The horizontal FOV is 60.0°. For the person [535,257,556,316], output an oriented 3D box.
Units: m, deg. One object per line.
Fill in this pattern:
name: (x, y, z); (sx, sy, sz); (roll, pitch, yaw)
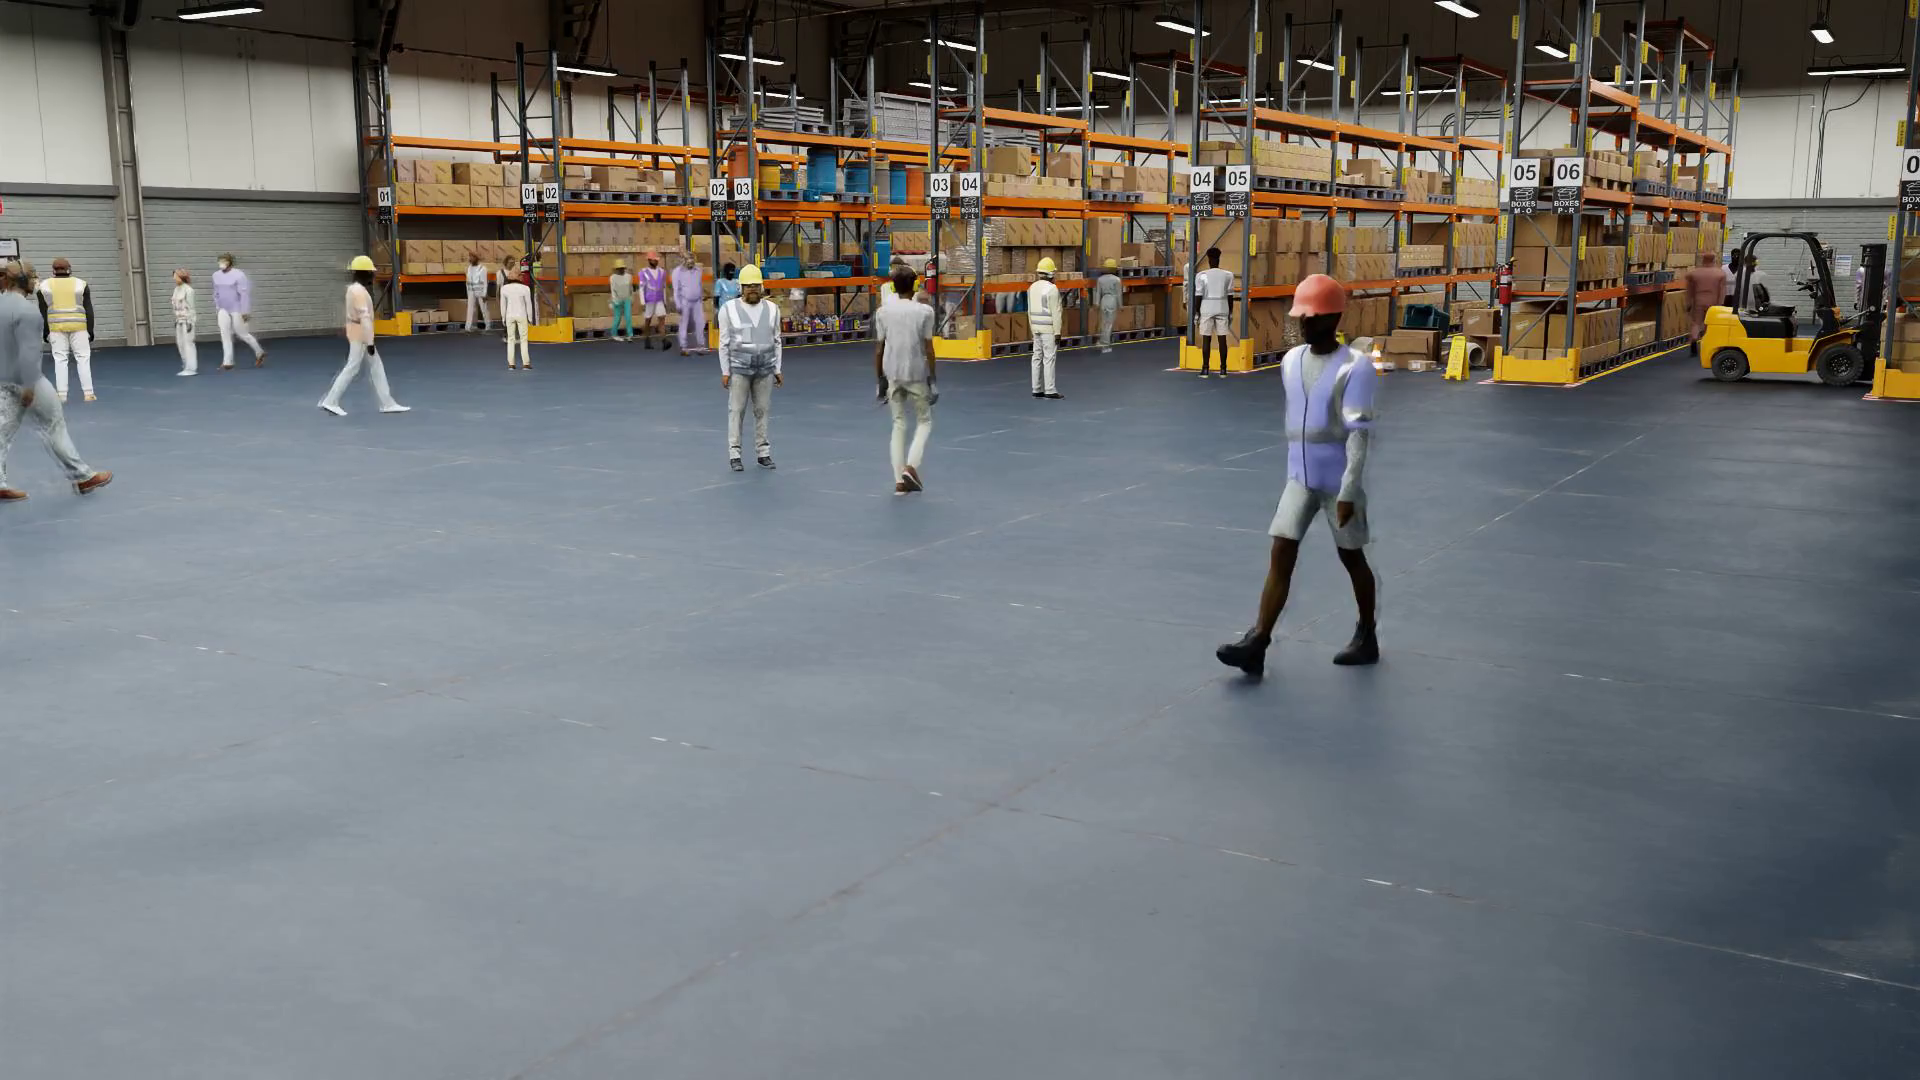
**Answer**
person: (-8.956, -5.267, 35.969); (0.542, 1.755, 0.383); (5, 11, 26)

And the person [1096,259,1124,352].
person: (2.821, -4.354, 30.948); (0.498, 1.718, 0.600); (8, 13, 37)

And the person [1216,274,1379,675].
person: (1.669, -0.291, 7.784); (1.013, 1.874, 0.552); (-8, 13, -39)

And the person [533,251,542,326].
person: (-9.393, -5.561, 37.396); (0.627, 1.843, 0.429); (2, 10, 10)

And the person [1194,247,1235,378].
person: (3.827, -3.420, 25.060); (0.601, 1.963, 0.367); (0, 10, -2)

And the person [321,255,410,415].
person: (-7.111, -2.413, 19.656); (0.979, 1.887, 0.605); (-4, 11, -20)

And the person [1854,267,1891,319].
person: (17.286, -4.552, 31.536); (0.585, 1.921, 0.392); (6, 12, 30)

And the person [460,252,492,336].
person: (-10.603, -5.380, 36.424); (0.597, 1.829, 0.974); (4, 11, 19)

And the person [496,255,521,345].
person: (-9.084, -4.828, 33.455); (0.520, 1.795, 0.989); (-9, 13, -41)

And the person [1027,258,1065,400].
person: (1.122, -2.722, 21.508); (0.403, 1.837, 0.591); (-7, 12, -34)

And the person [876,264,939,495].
person: (-0.419, -1.285, 13.418); (0.545, 1.851, 0.399); (3, 11, 16)

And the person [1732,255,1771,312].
person: (13.923, -4.089, 29.224); (0.676, 1.807, 0.959); (5, 11, 26)

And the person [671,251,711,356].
person: (-4.774, -4.211, 29.724); (0.665, 1.873, 0.812); (-9, 14, -42)

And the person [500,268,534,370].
person: (-7.105, -3.544, 26.678); (0.507, 1.631, 0.266); (1, 10, 3)

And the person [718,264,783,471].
person: (-1.860, -1.538, 14.884); (0.592, 1.834, 0.404); (-5, 11, -25)

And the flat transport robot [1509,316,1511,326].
flat transport robot: (13.624, -5.356, 40.645); (0.652, 0.197, 1.431); (1, 10, 5)

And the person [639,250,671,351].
person: (-5.784, -4.529, 31.482); (0.567, 1.882, 1.012); (-6, 12, -32)

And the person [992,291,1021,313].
person: (0.944, -4.990, 34.019); (0.634, 1.913, 0.810); (1, 10, 5)

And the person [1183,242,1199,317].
person: (4.337, -4.388, 30.286); (0.606, 2.036, 0.406); (5, 11, 27)

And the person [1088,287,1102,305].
person: (3.489, -6.364, 41.602); (0.651, 1.937, 1.009); (5, 11, 26)

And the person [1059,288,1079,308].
person: (2.330, -5.352, 35.662); (0.375, 2.043, 0.611); (-10, 14, -43)

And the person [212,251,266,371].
person: (-11.599, -3.674, 26.680); (0.641, 1.908, 0.878); (4, 11, 19)

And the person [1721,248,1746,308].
person: (15.297, -4.799, 32.910); (0.587, 1.920, 0.391); (7, 12, 35)

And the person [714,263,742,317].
person: (-4.195, -4.234, 30.464); (0.530, 1.647, 0.844); (-10, 14, -44)

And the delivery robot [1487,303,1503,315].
delivery robot: (12.869, -5.513, 40.465); (0.707, 0.478, 0.477); (-1, 10, -7)

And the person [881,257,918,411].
person: (-0.755, -2.486, 20.119); (0.542, 1.860, 0.412); (4, 11, 22)

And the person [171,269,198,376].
person: (-11.873, -3.332, 25.480); (0.519, 1.640, 0.312); (9, 13, 41)

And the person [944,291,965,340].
person: (-0.100, -4.842, 34.096); (0.494, 1.573, 0.873); (5, 11, 26)

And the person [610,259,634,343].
person: (-6.943, -4.909, 34.102); (0.533, 1.711, 0.757); (-6, 12, -30)

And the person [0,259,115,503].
person: (-7.310, -1.260, 13.165); (0.639, 1.890, 1.003); (6, 12, 30)

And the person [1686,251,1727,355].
person: (13.364, -4.230, 29.828); (0.650, 1.886, 0.749); (6, 12, 29)

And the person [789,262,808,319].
person: (-3.531, -5.260, 36.327); (0.517, 1.627, 0.365); (7, 12, 33)

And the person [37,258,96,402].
person: (-11.410, -2.680, 21.277); (0.622, 1.838, 0.429); (-5, 11, -24)
